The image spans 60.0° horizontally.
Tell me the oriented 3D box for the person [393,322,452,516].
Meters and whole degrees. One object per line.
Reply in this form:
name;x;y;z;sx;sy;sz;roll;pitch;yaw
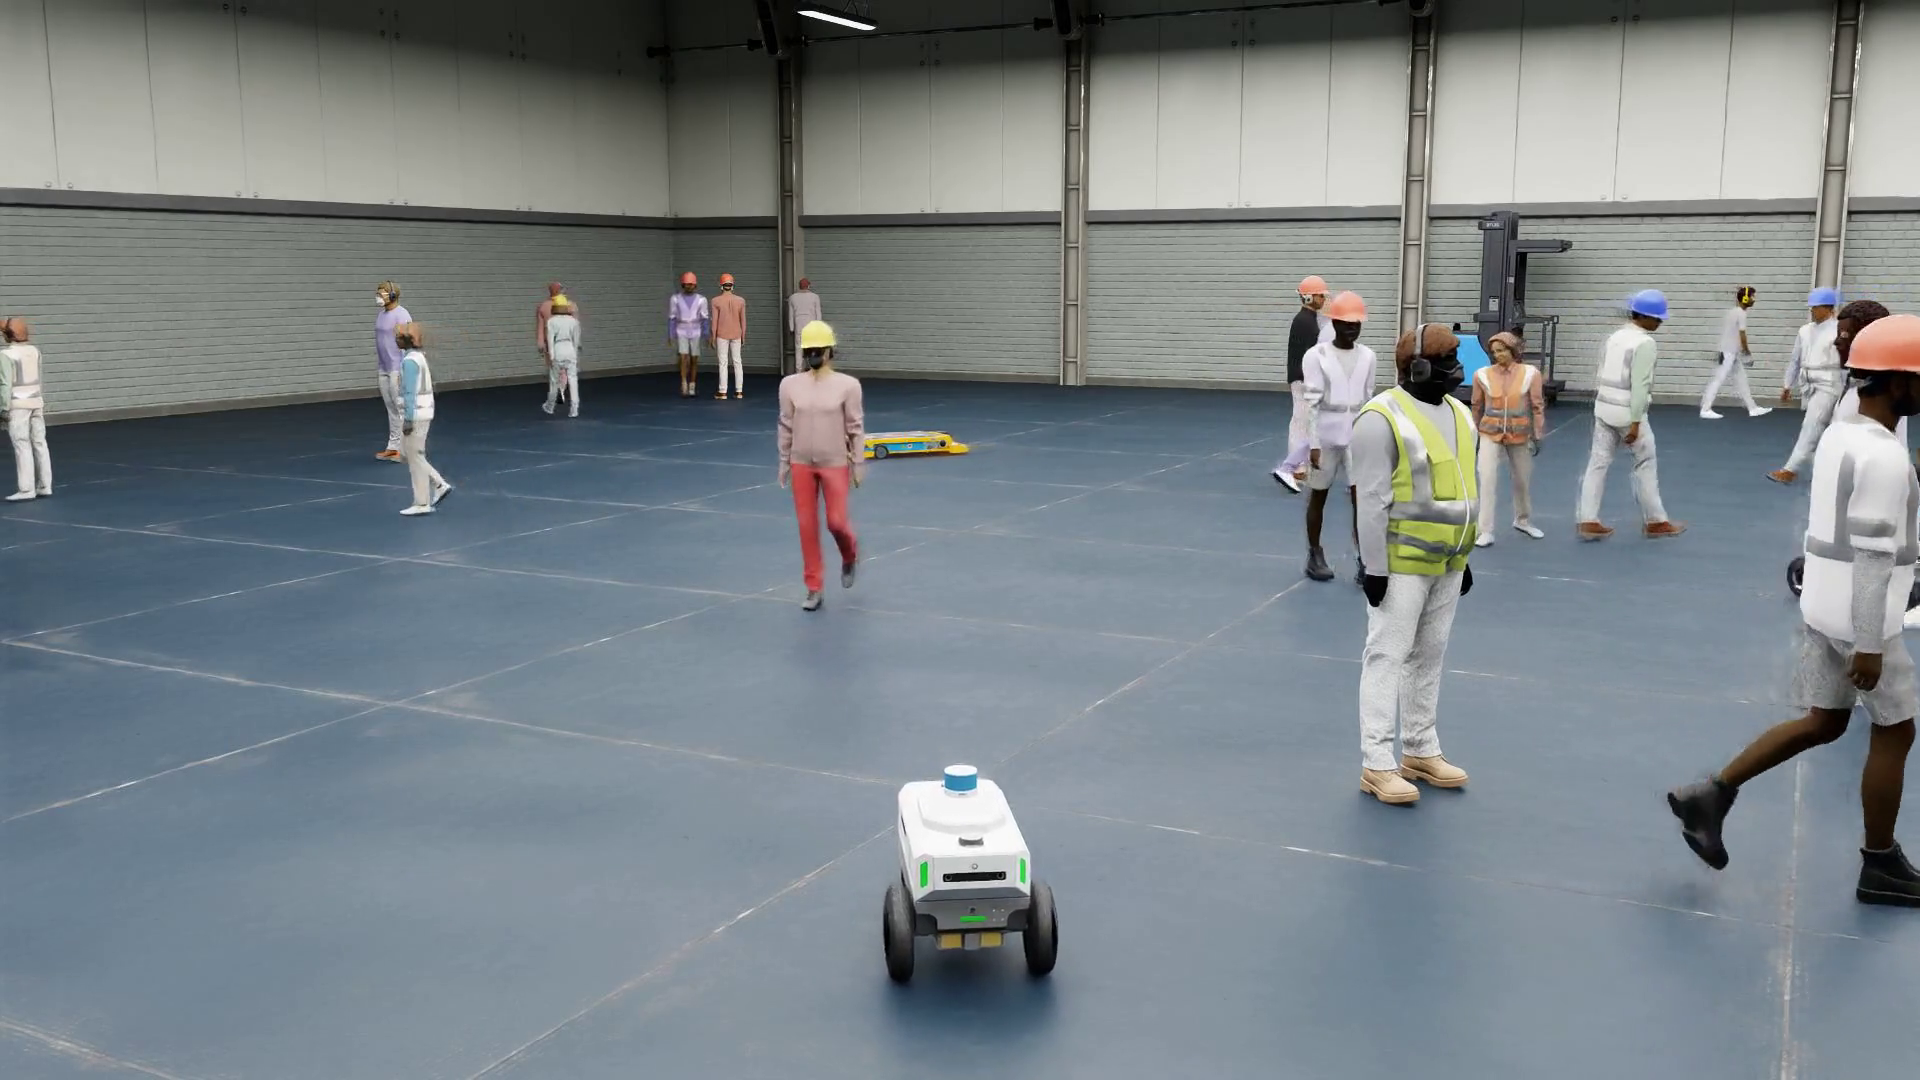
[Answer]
person;-4.577;-1.015;13.962;0.377;1.627;0.516;-2;10;-15

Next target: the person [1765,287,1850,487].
person;8.197;-1.470;15.942;1.021;1.891;0.641;-3;10;-15

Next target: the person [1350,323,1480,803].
person;1.799;0.082;6.514;0.627;1.847;0.429;-7;12;-38

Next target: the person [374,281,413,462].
person;-6.107;-1.817;17.938;0.632;1.940;0.372;9;13;44

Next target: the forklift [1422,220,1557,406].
forklift;8.245;-3.527;25.720;1.873;2.768;1.129;5;10;27

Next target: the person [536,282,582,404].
person;-6.231;-3.060;25.813;0.638;1.877;0.832;0;9;2

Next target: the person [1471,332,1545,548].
person;4.151;-0.772;12.558;0.581;1.605;0.679;3;10;18

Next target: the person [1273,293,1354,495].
person;3.402;-1.351;15.334;0.968;1.852;0.682;0;9;2

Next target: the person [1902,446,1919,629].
person;5.840;-0.408;9.614;0.839;1.828;0.533;-1;9;-5

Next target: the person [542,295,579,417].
person;-5.631;-2.594;23.464;0.499;1.689;0.915;-7;12;-37

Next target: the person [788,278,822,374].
person;-2.966;-4.078;31.984;0.636;1.909;0.404;1;9;6

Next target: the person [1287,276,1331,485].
person;3.369;-1.554;16.138;0.390;1.995;0.613;3;10;16

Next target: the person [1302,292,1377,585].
person;2.499;-0.642;10.791;0.548;1.895;0.910;-2;9;-12

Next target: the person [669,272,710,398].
person;-4.373;-3.308;26.898;0.649;2.008;0.957;-2;9;-13

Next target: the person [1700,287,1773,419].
person;10.803;-2.585;23.043;0.985;1.810;0.498;3;10;16

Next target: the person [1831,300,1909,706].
person;4.313;-0.180;7.929;0.374;1.912;0.586;3;10;19

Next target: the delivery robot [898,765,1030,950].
delivery robot;0.002;0.932;5.081;0.477;0.478;0.707;-1;9;-6

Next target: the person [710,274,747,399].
person;-3.726;-3.266;26.700;0.612;1.995;0.382;-5;11;-30

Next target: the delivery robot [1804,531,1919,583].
delivery robot;5.619;0.083;10.315;0.477;0.478;0.707;-4;10;-21

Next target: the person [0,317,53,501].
person;-8.396;-1.175;14.903;0.310;1.637;0.522;1;9;7

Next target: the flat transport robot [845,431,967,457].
flat transport robot;-0.705;-1.081;18.657;1.431;0.197;0.652;-4;10;-25

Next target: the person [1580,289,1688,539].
person;5.148;-0.938;12.616;0.885;1.893;0.629;-2;9;-12

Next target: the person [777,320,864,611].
person;-0.845;-0.470;10.210;0.530;1.753;0.505;2;9;10

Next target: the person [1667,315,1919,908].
person;2.823;0.228;5.407;0.815;1.918;0.545;2;9;10
